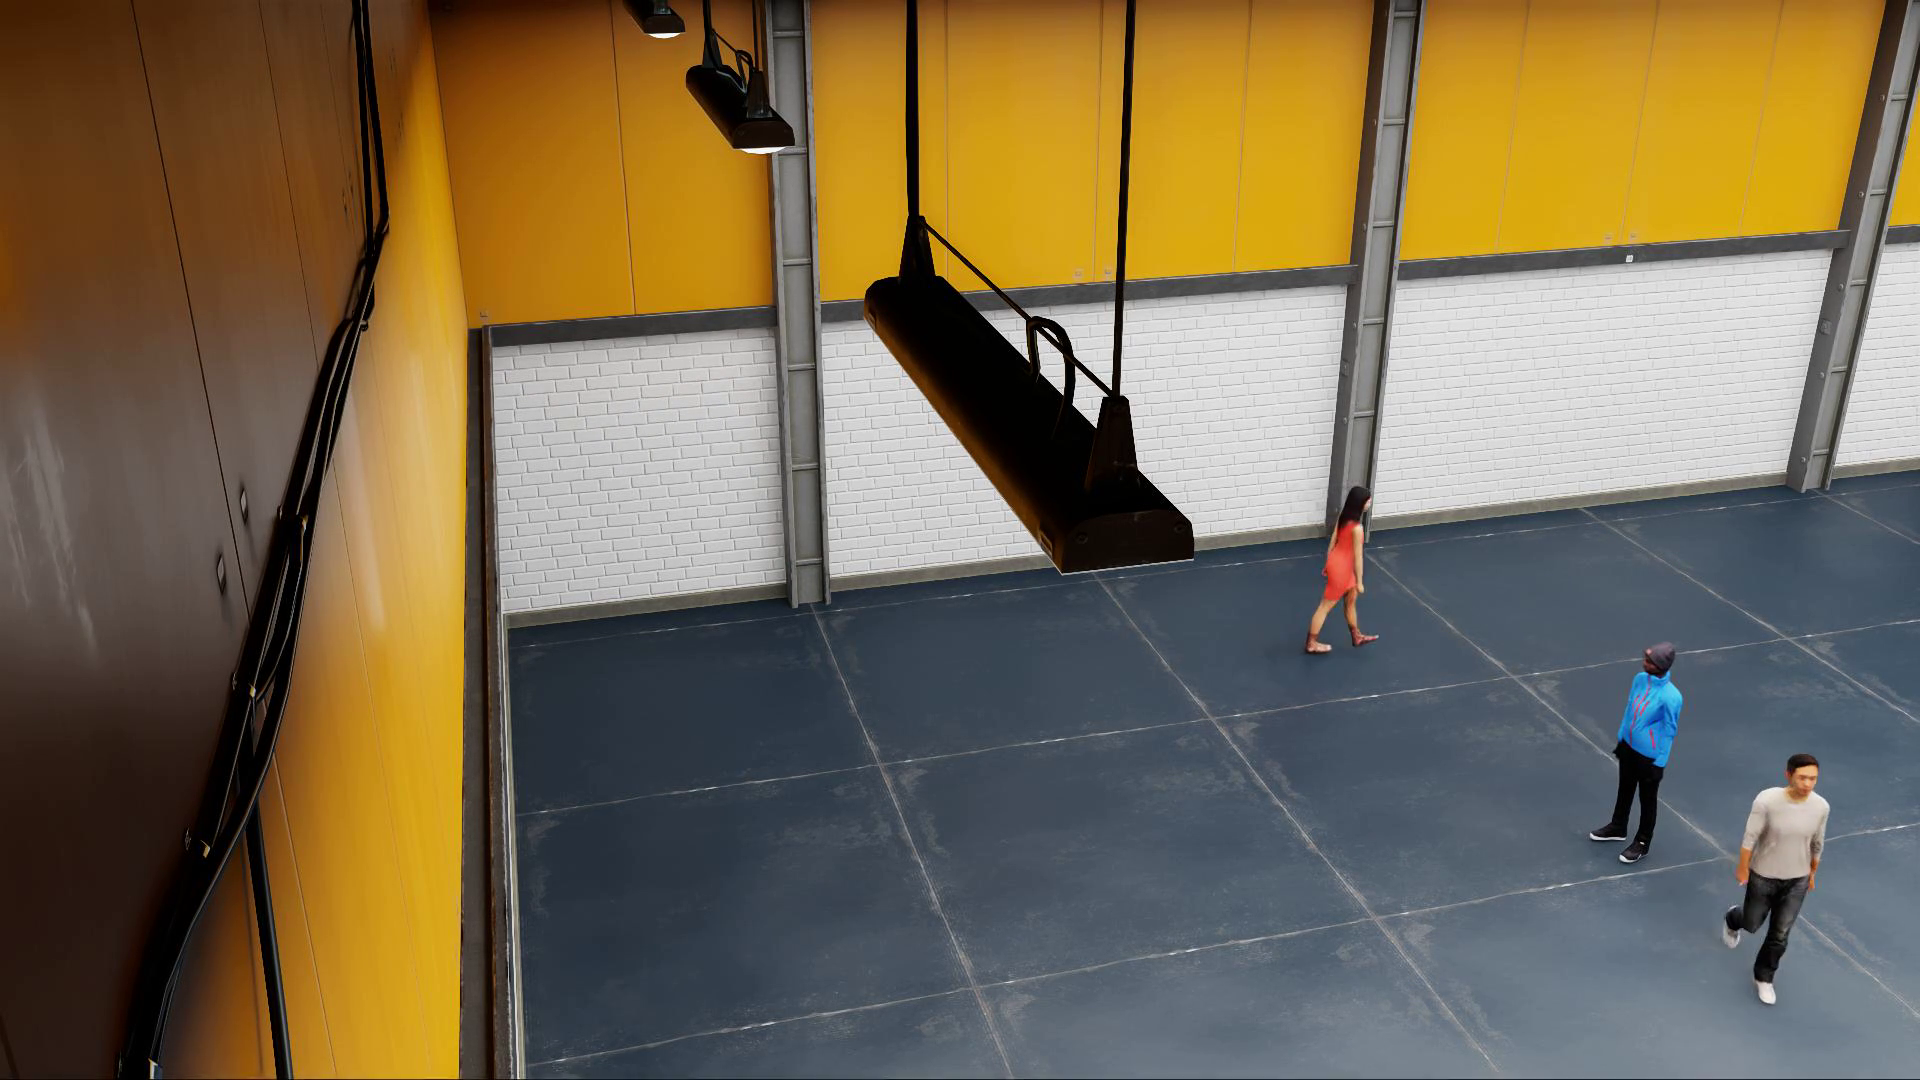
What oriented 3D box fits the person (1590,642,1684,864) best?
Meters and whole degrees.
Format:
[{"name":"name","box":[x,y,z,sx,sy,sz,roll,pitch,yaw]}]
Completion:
[{"name":"person","box":[5.148,1.558,12.471,0.564,1.800,0.631,-8,25,-19]}]

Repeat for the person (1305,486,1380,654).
[{"name":"person","box":[3.465,0.315,15.461,0.993,1.682,0.679,-3,24,-6]}]

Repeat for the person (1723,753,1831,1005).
[{"name":"person","box":[5.420,2.167,11.085,0.963,1.794,0.916,2,24,5]}]
